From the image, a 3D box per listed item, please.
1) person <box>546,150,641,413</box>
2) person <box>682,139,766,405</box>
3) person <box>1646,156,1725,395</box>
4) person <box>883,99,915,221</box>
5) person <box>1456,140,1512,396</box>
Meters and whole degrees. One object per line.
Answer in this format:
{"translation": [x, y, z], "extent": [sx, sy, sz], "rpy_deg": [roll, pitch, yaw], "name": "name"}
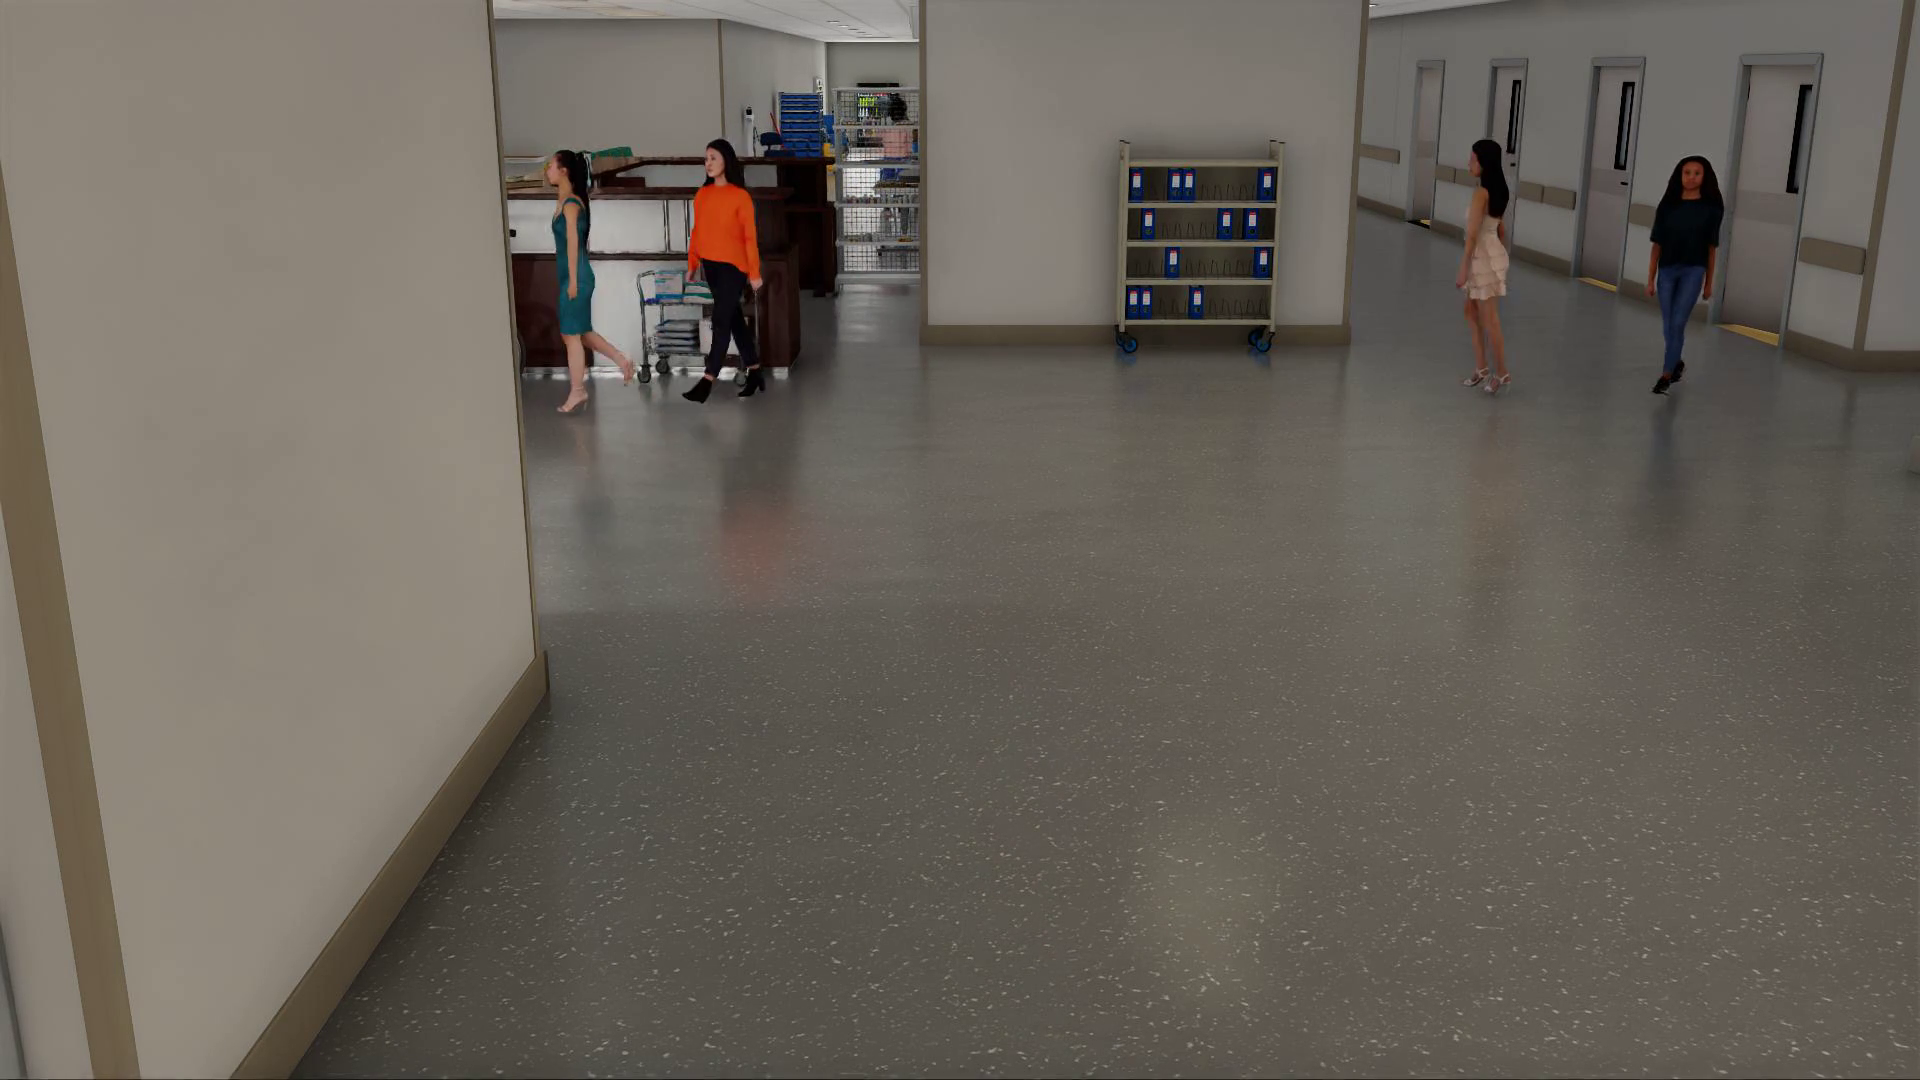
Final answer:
{"translation": [-2.409, -1.656, 10.750], "extent": [0.868, 1.676, 0.711], "rpy_deg": [-6, 17, -19], "name": "person"}
{"translation": [-1.492, -1.753, 11.041], "extent": [1.090, 1.705, 1.086], "rpy_deg": [12, 20, 36], "name": "person"}
{"translation": [4.972, -1.802, 11.453], "extent": [1.124, 1.576, 1.058], "rpy_deg": [10, 19, 31], "name": "person"}
{"translation": [-0.954, -5.724, 25.016], "extent": [0.620, 1.765, 0.790], "rpy_deg": [6, 17, 20], "name": "person"}
{"translation": [3.619, -1.820, 11.271], "extent": [0.741, 1.710, 0.780], "rpy_deg": [-14, 21, -41], "name": "person"}
